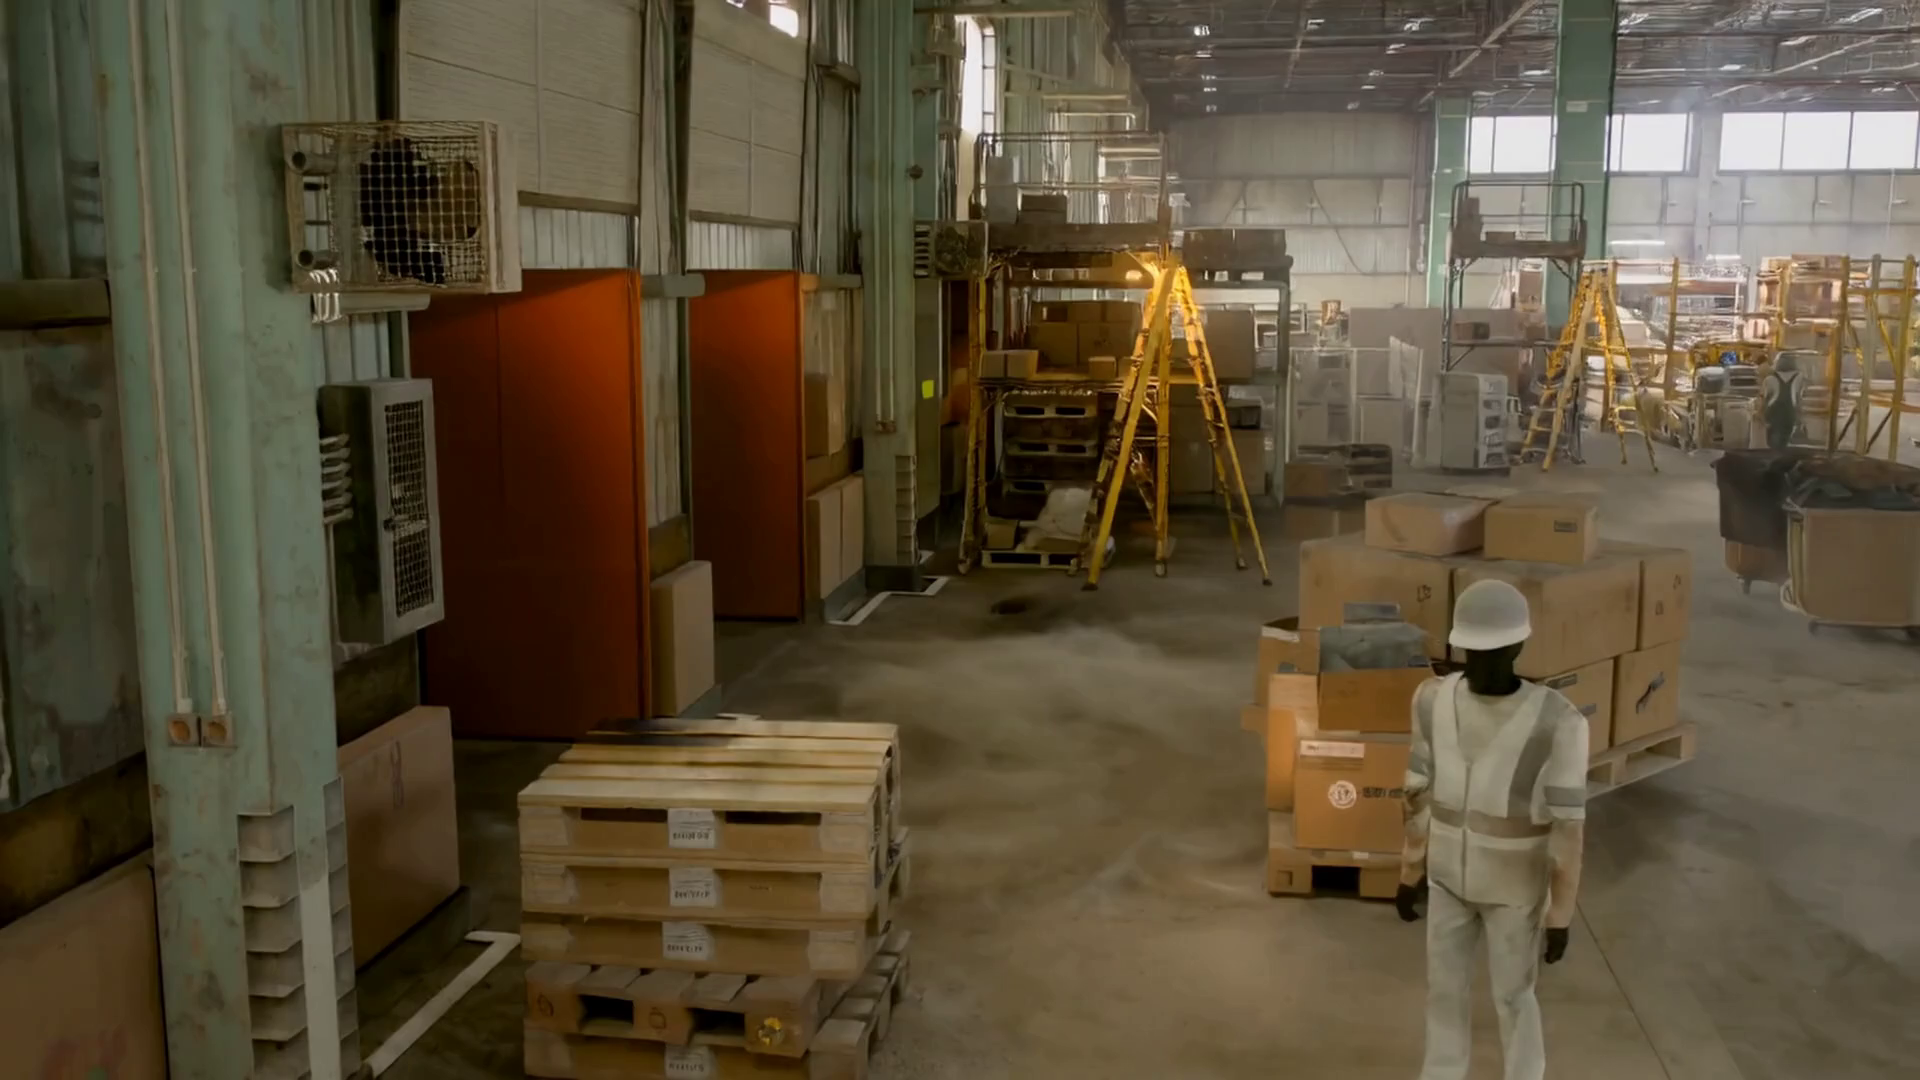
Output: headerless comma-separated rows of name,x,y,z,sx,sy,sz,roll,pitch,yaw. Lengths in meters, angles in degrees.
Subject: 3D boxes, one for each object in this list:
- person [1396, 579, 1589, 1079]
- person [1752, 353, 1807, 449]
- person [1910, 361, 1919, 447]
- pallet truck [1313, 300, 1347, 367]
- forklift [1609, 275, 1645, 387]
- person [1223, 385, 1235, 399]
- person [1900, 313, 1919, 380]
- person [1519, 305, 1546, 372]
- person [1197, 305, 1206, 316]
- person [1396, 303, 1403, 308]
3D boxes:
person,1.631,1.061,5.195,0.398,1.918,0.590,-9,13,-42
person,10.595,-1.521,21.518,0.538,1.772,0.998,2,9,12
person,15.650,-2.364,26.866,0.485,1.738,0.320,-4,10,-25
pallet truck,11.159,-6.200,49.718,0.823,1.965,1.885,4,10,26
forklift,15.500,-4.939,39.229,1.873,2.768,1.129,6,11,33
person,5.660,-3.604,34.840,0.313,1.632,0.523,-2,9,-13
person,21.489,-4.148,37.417,0.561,1.889,0.986,2,9,12
person,16.008,-5.613,46.471,0.733,1.896,0.673,-8,12,-42
person,6.421,-5.327,44.557,0.543,1.929,0.387,-9,13,-43
person,13.467,-6.353,51.118,0.591,1.840,0.940,-3,10,-20
